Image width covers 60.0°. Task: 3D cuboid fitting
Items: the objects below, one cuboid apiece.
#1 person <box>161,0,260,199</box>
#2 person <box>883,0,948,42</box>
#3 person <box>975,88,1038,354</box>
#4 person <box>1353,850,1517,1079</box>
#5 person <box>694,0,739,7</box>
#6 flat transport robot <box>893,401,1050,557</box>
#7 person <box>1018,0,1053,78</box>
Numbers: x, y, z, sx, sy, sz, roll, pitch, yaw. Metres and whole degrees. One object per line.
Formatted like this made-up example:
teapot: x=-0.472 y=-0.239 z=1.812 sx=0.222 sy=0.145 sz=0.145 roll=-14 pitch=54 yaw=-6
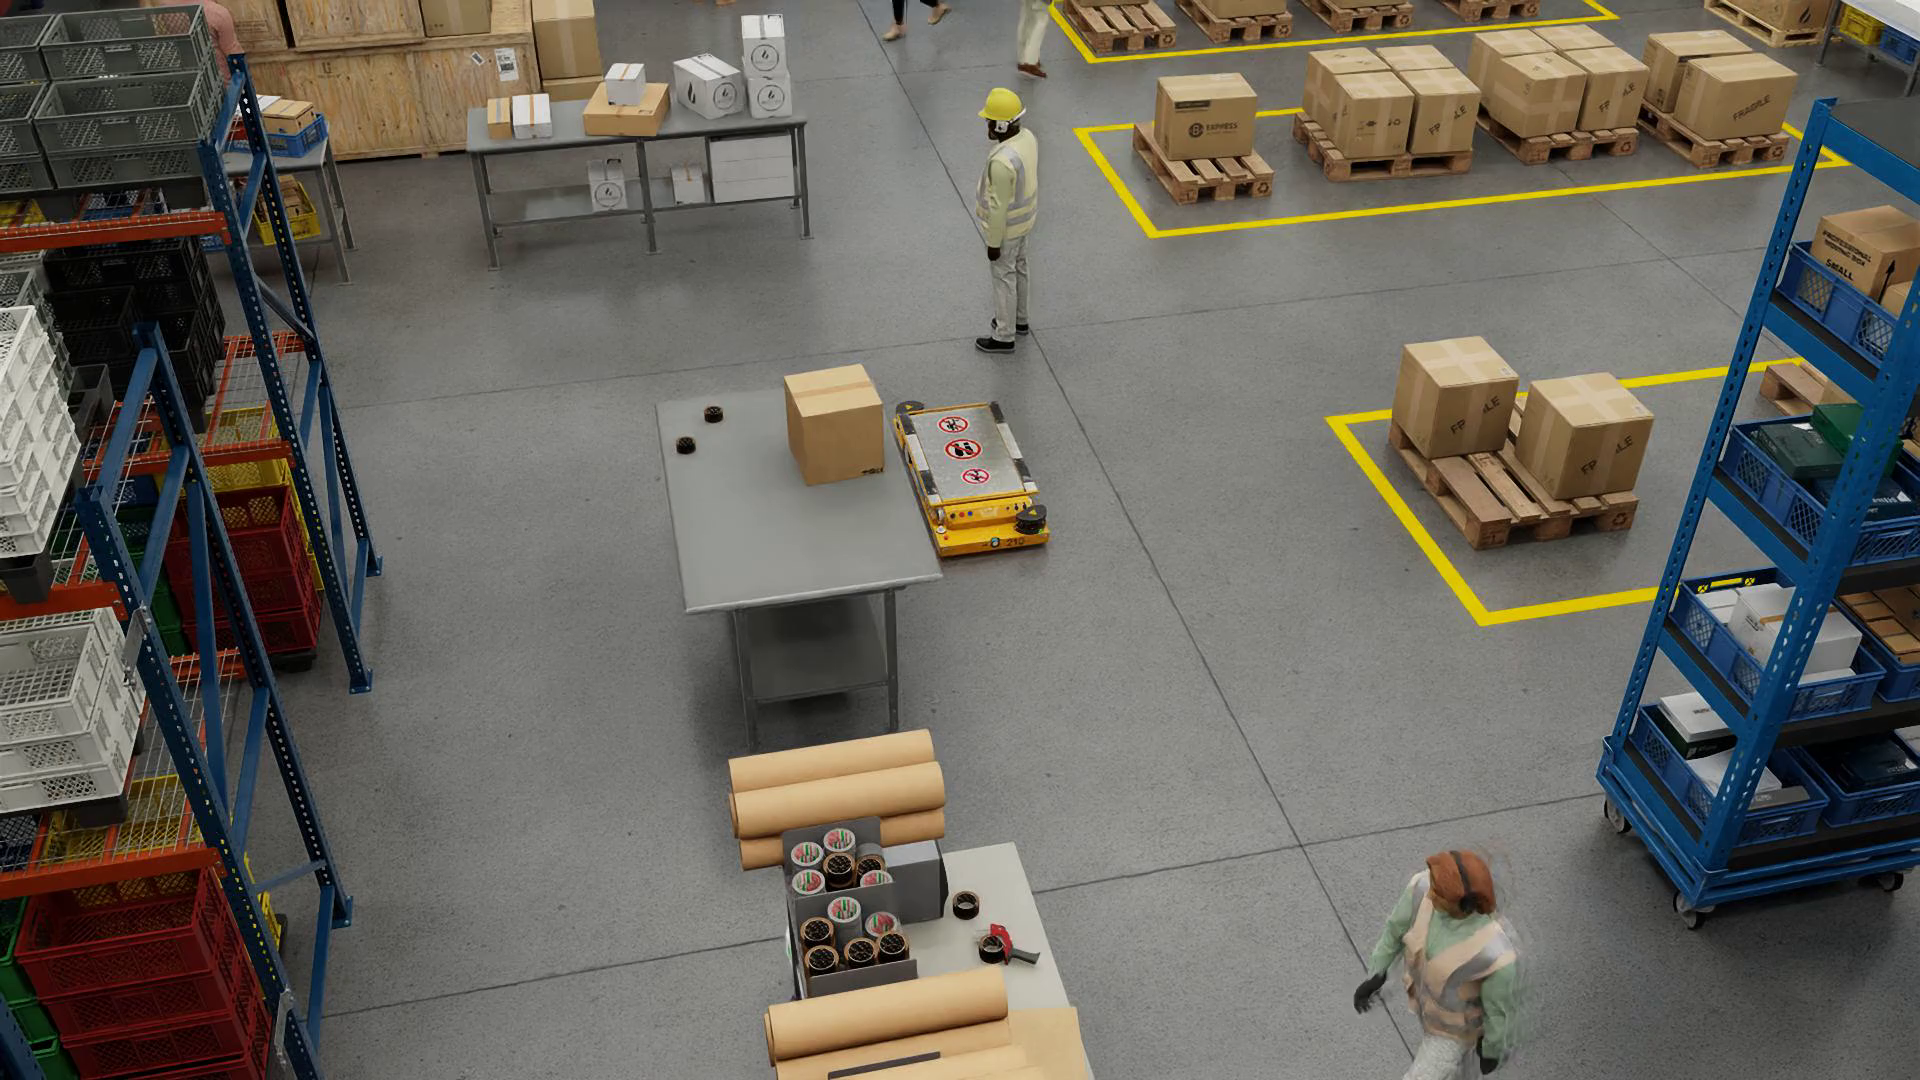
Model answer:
person: x=-5.802 y=-3.612 z=13.038 sx=0.635 sy=1.900 sz=0.397 roll=13 pitch=39 yaw=17
person: x=-0.460 y=-5.649 z=15.950 sx=0.595 sy=1.673 sz=0.543 roll=-22 pitch=42 yaw=-27
person: x=0.304 y=-2.128 z=11.100 sx=0.403 sy=1.823 sz=0.595 roll=12 pitch=38 yaw=16
person: x=1.696 y=1.746 z=6.076 sx=0.839 sy=1.593 sz=0.526 roll=-15 pitch=39 yaw=-19
person: x=-2.568 y=-6.337 z=16.742 sx=0.623 sy=1.845 sz=0.430 roll=19 pitch=41 yaw=24
flat transport robot: x=0.046 y=-0.430 z=10.108 sx=0.652 sy=0.197 sz=1.431 roll=-8 pitch=37 yaw=-10
person: x=0.624 y=-5.144 z=15.148 sx=0.423 sy=1.844 sz=0.603 roll=-29 pitch=45 yaw=-33
